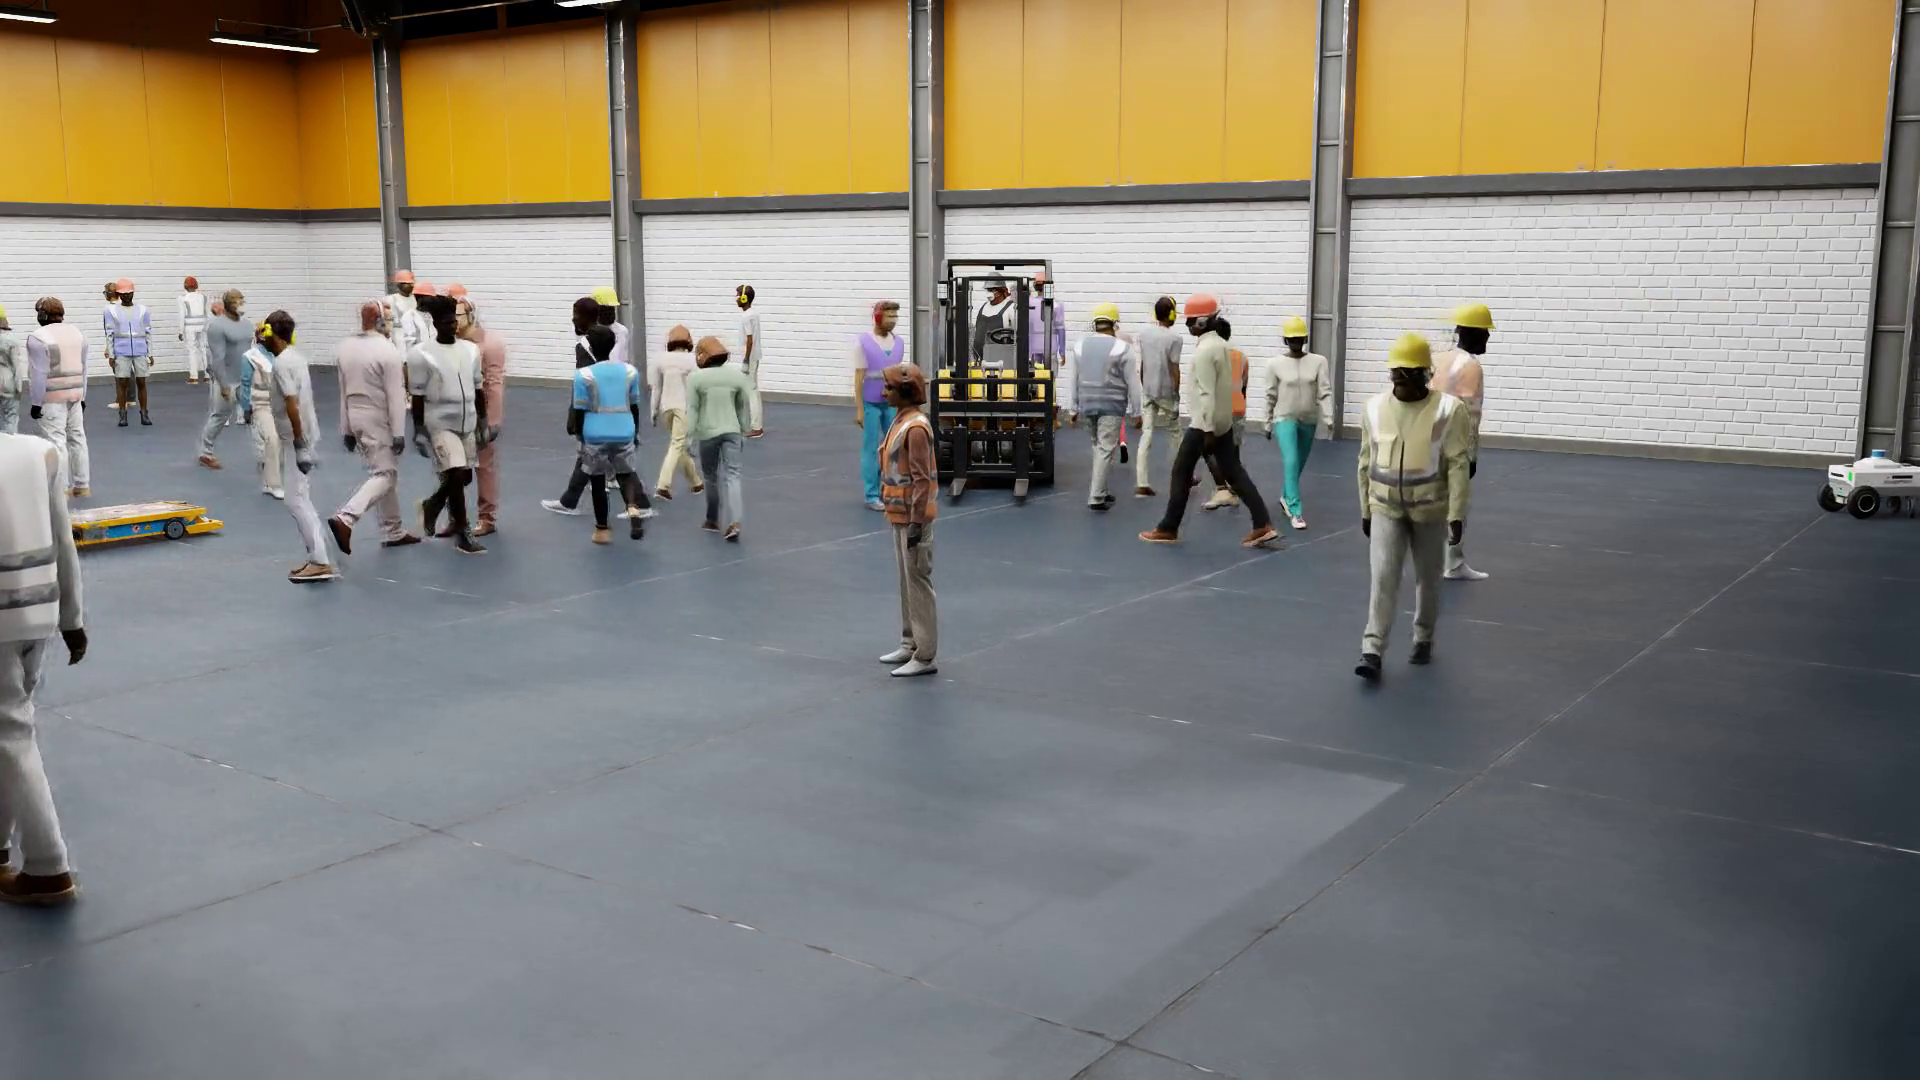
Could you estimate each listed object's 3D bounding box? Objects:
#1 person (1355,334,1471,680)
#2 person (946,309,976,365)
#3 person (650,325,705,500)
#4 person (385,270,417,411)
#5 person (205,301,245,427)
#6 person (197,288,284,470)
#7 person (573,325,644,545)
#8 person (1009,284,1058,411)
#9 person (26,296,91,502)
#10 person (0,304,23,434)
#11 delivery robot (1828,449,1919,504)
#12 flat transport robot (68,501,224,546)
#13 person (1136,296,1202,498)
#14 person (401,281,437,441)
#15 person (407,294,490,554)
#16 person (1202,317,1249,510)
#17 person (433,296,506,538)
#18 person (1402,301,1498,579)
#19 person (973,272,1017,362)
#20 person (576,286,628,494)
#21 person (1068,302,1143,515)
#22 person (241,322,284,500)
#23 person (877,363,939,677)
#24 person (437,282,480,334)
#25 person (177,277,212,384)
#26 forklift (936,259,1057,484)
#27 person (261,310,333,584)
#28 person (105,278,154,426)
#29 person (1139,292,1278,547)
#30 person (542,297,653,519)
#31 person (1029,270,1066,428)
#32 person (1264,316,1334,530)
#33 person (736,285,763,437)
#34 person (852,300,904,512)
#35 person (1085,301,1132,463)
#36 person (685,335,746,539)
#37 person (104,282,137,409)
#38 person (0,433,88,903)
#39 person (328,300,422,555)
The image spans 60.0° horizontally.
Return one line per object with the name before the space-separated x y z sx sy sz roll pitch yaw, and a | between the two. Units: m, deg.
person | 2.337 -0.174 8.656 0.610 1.779 0.943 5 11 28
person | 0.000 -2.304 21.831 0.519 1.617 0.329 -3 10 -19
person | -2.578 -1.164 15.154 0.517 1.582 0.851 5 11 26
person | -7.879 -2.847 23.845 0.524 2.029 0.635 6 11 30
person | -9.604 -2.298 21.747 0.311 1.639 0.513 7 12 35
person | -7.491 -1.640 17.120 1.032 1.887 0.649 3 10 18
person | -2.631 -0.776 12.526 0.543 1.679 0.499 -6 11 -34
person | 0.862 -2.361 21.435 0.702 1.882 0.649 5 11 29
person | -8.134 -1.264 14.984 0.429 1.842 0.634 2 10 12
person | -10.055 -1.610 17.365 0.489 1.728 0.608 -4 10 -20
delivery robot | 7.788 -0.527 14.137 0.707 0.478 0.477 -1 10 -5
flat transport robot | -6.530 -0.116 12.817 0.652 0.197 1.431 7 12 35
person | 1.892 -1.322 15.368 0.544 1.821 0.927 8 12 40
person | -6.328 -2.104 19.782 0.628 1.918 0.600 5 11 28
person | -3.855 -0.870 12.422 0.834 1.931 0.617 7 12 35
person | 2.346 -1.089 14.433 0.648 1.685 0.441 -6 11 -33
person | -3.866 -0.945 12.949 0.659 1.889 0.576 3 10 16
person | 3.226 -0.643 11.136 0.698 1.904 0.594 0 10 -3
person | 0.399 -2.116 19.463 0.689 2.000 0.537 8 13 41
person | -3.296 -1.401 15.544 0.366 1.927 0.590 7 12 35
person | 1.302 -1.140 14.324 0.620 1.805 0.732 7 12 36
person | -6.212 -1.181 15.147 0.686 1.612 0.522 6 11 33
person | -0.267 -0.108 8.704 0.310 1.636 0.523 -2 10 -12
person | -6.169 -2.195 20.373 0.790 1.914 0.590 8 13 41
person | -13.459 -3.684 29.264 0.338 1.882 0.583 8 12 39
forklift | 0.370 -1.738 16.759 1.214 2.155 2.313 1 10 3
person | -4.495 -0.633 11.262 0.459 1.829 0.615 -2 10 -9
person | -10.861 -2.454 21.787 0.552 1.935 0.374 -6 11 -33
person | 1.931 -0.898 12.550 1.065 1.938 0.638 5 11 26
person | -3.051 -1.098 13.949 1.037 1.861 0.613 1 10 8
person | 1.074 -2.448 21.439 0.614 2.040 0.390 3 10 17
person | 2.759 -0.993 13.732 0.528 1.719 0.915 -1 10 -6
person | -2.597 -2.190 20.415 0.327 1.871 0.514 1 10 5
person | -0.720 -1.160 14.404 0.591 1.827 0.424 -8 12 -39
person | 1.553 -1.625 17.425 0.524 1.741 0.465 -3 10 -15
person | -1.896 -0.805 13.010 0.520 1.588 0.837 -4 10 -22
person | -12.349 -2.844 24.381 0.345 1.847 0.504 1 10 8
person | -3.343 0.302 5.573 0.759 1.864 0.610 2 10 14
person | -4.378 -0.833 12.318 0.643 1.878 0.817 7 12 35
